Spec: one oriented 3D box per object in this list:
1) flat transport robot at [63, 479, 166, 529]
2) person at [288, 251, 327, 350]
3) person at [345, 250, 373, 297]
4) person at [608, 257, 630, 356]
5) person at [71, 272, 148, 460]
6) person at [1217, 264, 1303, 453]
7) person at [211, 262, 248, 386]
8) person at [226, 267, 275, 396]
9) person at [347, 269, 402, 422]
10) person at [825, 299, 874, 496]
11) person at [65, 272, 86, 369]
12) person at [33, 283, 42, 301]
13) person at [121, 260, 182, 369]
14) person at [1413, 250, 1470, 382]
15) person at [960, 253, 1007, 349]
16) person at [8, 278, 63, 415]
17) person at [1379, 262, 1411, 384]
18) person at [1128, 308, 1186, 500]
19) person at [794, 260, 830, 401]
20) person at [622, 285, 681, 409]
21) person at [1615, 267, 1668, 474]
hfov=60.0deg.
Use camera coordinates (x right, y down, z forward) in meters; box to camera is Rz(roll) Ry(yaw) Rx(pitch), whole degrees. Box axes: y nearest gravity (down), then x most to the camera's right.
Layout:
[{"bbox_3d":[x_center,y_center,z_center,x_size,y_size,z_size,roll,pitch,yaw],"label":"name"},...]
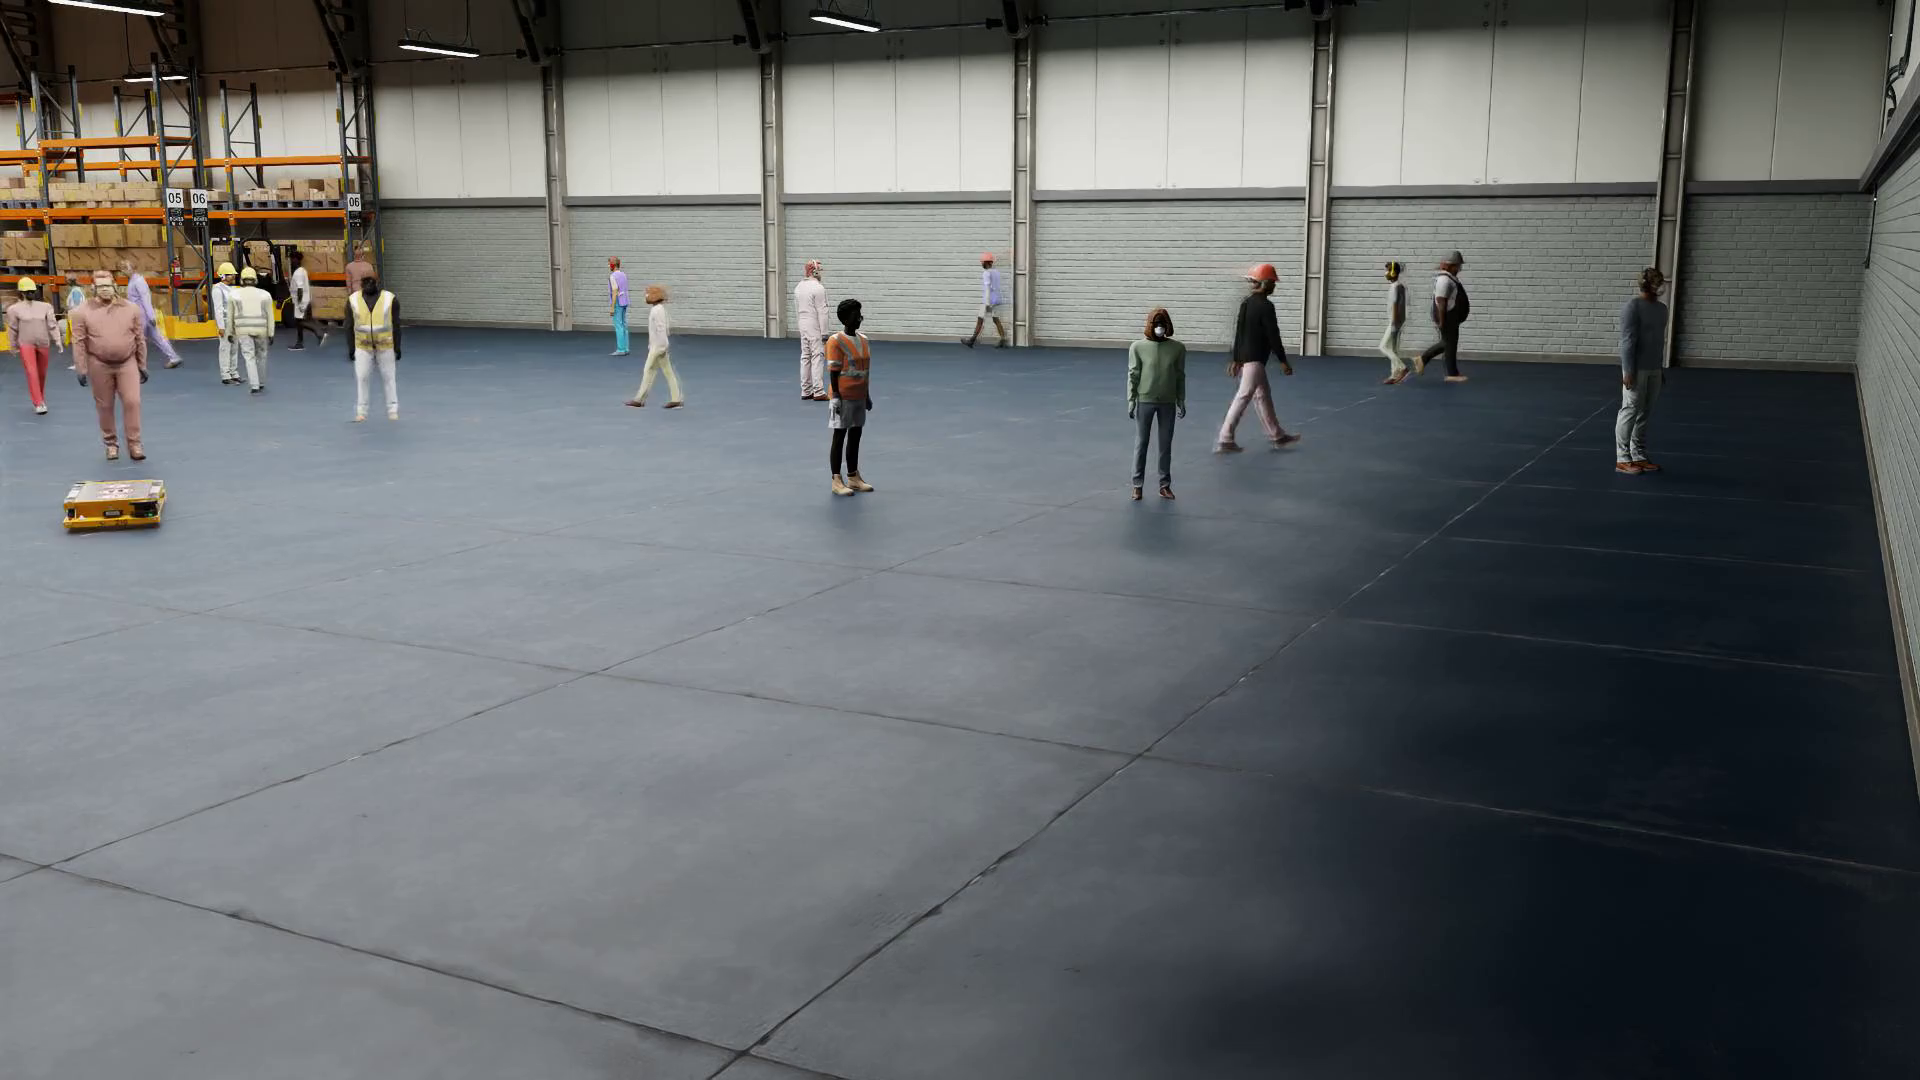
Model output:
[{"bbox_3d":[-6.715,-0.306,13.243,0.652,0.197,1.431,-4,11,-23],"label":"flat transport robot"},{"bbox_3d":[-12.816,-4.675,32.496,0.679,1.946,0.611,-2,11,-12],"label":"person"},{"bbox_3d":[-13.804,-5.734,38.373,0.639,1.910,0.407,-1,10,-8],"label":"person"},{"bbox_3d":[-6.353,-4.348,30.994,0.374,1.840,0.568,2,11,10],"label":"person"},{"bbox_3d":[-8.395,-1.703,16.485,0.672,1.871,0.874,-7,12,-32],"label":"person"},{"bbox_3d":[3.107,-1.869,17.205,1.004,1.945,0.621,-2,11,-10],"label":"person"},{"bbox_3d":[-10.953,-3.237,24.958,0.404,1.834,0.591,1,10,3],"label":"person"},{"bbox_3d":[-10.018,-2.945,23.476,0.604,1.780,0.918,-6,12,-31],"label":"person"},{"bbox_3d":[-7.068,-2.345,20.081,0.631,1.842,0.429,-2,11,-12],"label":"person"},{"bbox_3d":[-0.953,-1.239,14.442,0.319,1.696,0.532,7,12,32],"label":"person"},{"bbox_3d":[-14.732,-3.669,27.856,0.454,1.625,0.517,-7,12,-32],"label":"person"},{"bbox_3d":[-24.798,-6.867,44.532,0.398,1.918,0.588,0,10,3],"label":"person"},{"bbox_3d":[-13.603,-3.754,27.805,1.010,1.840,0.645,-6,12,-28],"label":"person"},{"bbox_3d":[7.449,-3.460,25.611,0.770,2.000,0.693,4,11,20],"label":"person"},{"bbox_3d":[0.506,-4.727,32.936,0.987,1.883,0.570,5,12,26],"label":"person"},{"bbox_3d":[-11.721,-2.460,21.053,0.526,1.716,0.934,-10,15,-44],"label":"person"},{"bbox_3d":[6.509,-3.244,24.966,0.409,1.848,0.569,4,11,23],"label":"person"},{"bbox_3d":[1.674,-1.155,14.150,0.507,1.631,0.266,-1,10,-7],"label":"person"},{"bbox_3d":[-1.970,-2.844,22.619,0.410,1.909,0.643,-8,13,-38],"label":"person"},{"bbox_3d":[-4.004,-2.483,21.478,0.821,1.591,0.518,-1,10,-6],"label":"person"},{"bbox_3d":[6.462,-1.595,15.722,0.630,1.940,0.372,-8,13,-37],"label":"person"}]
